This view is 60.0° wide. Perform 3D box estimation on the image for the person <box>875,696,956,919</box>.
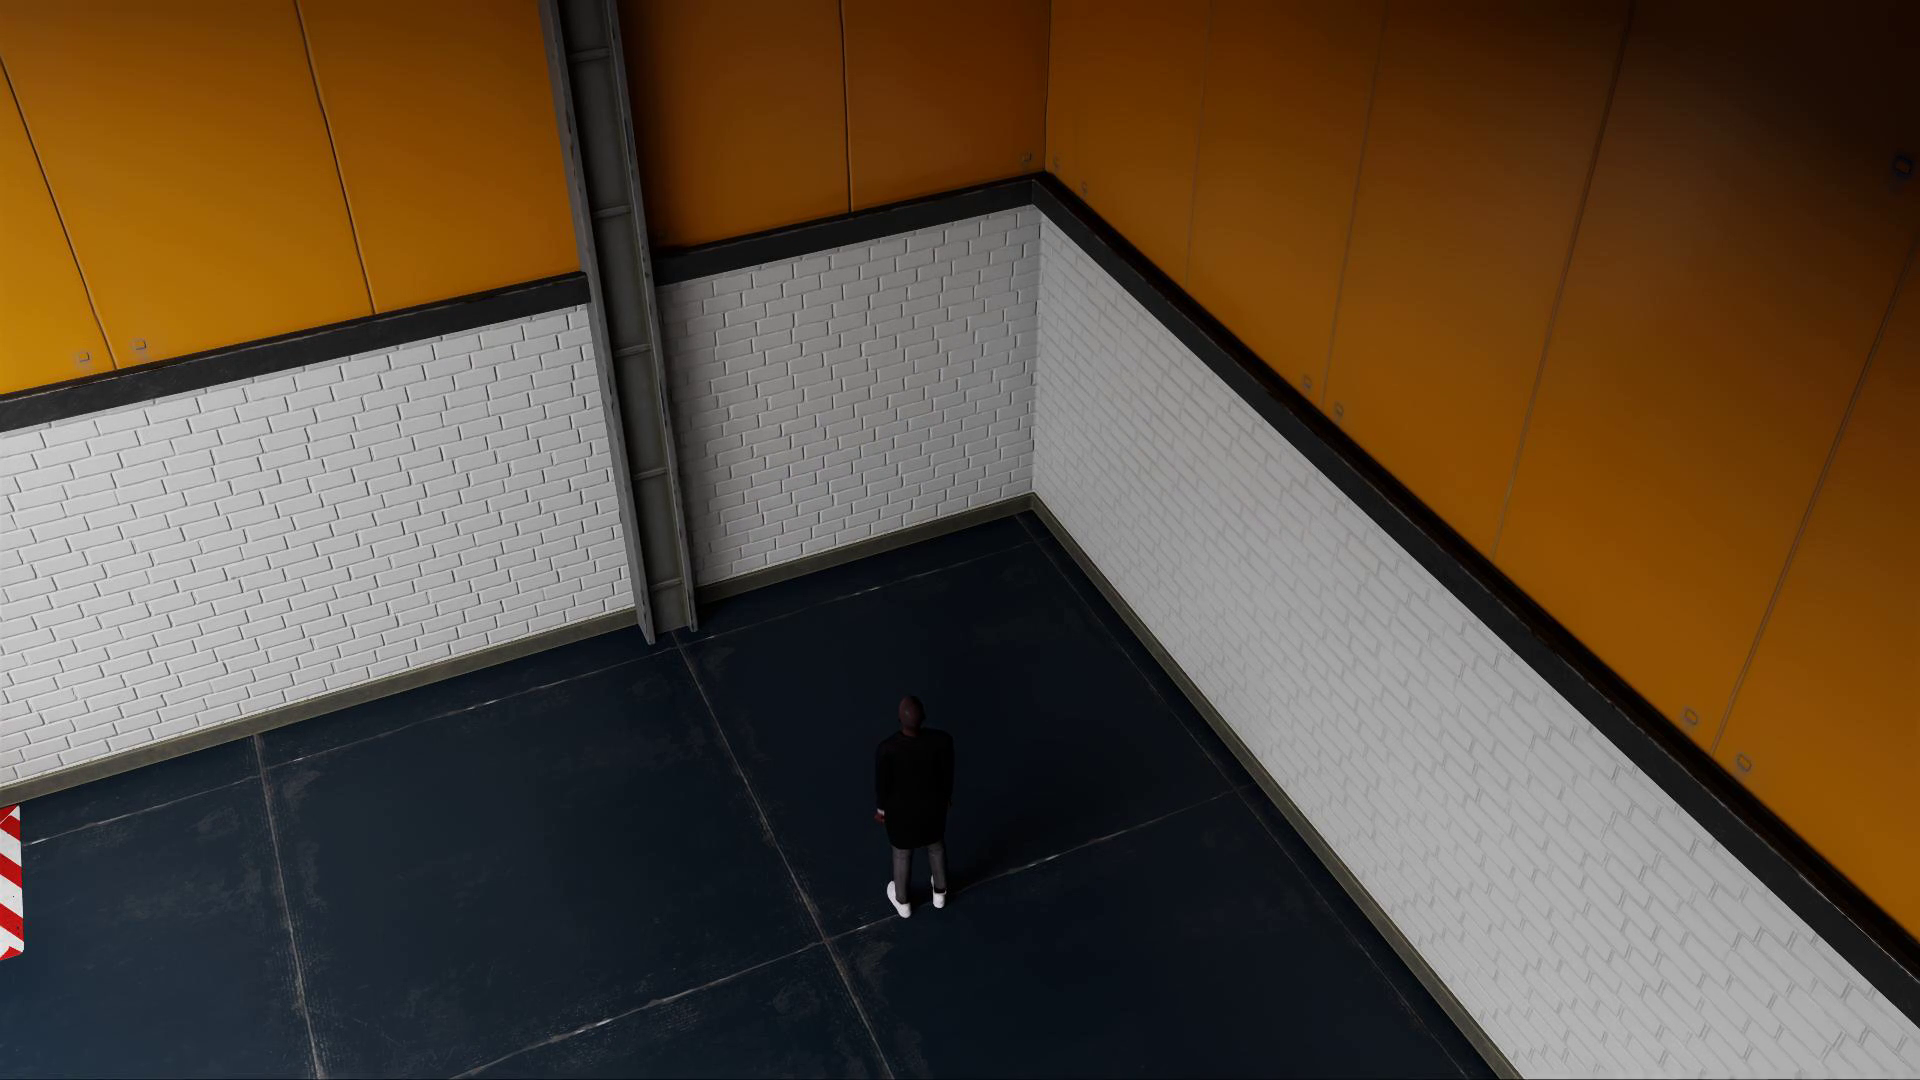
[{"bbox_3d":[-0.268,1.607,10.042,0.548,1.761,0.739,-10,40,-12],"label":"person"}]
